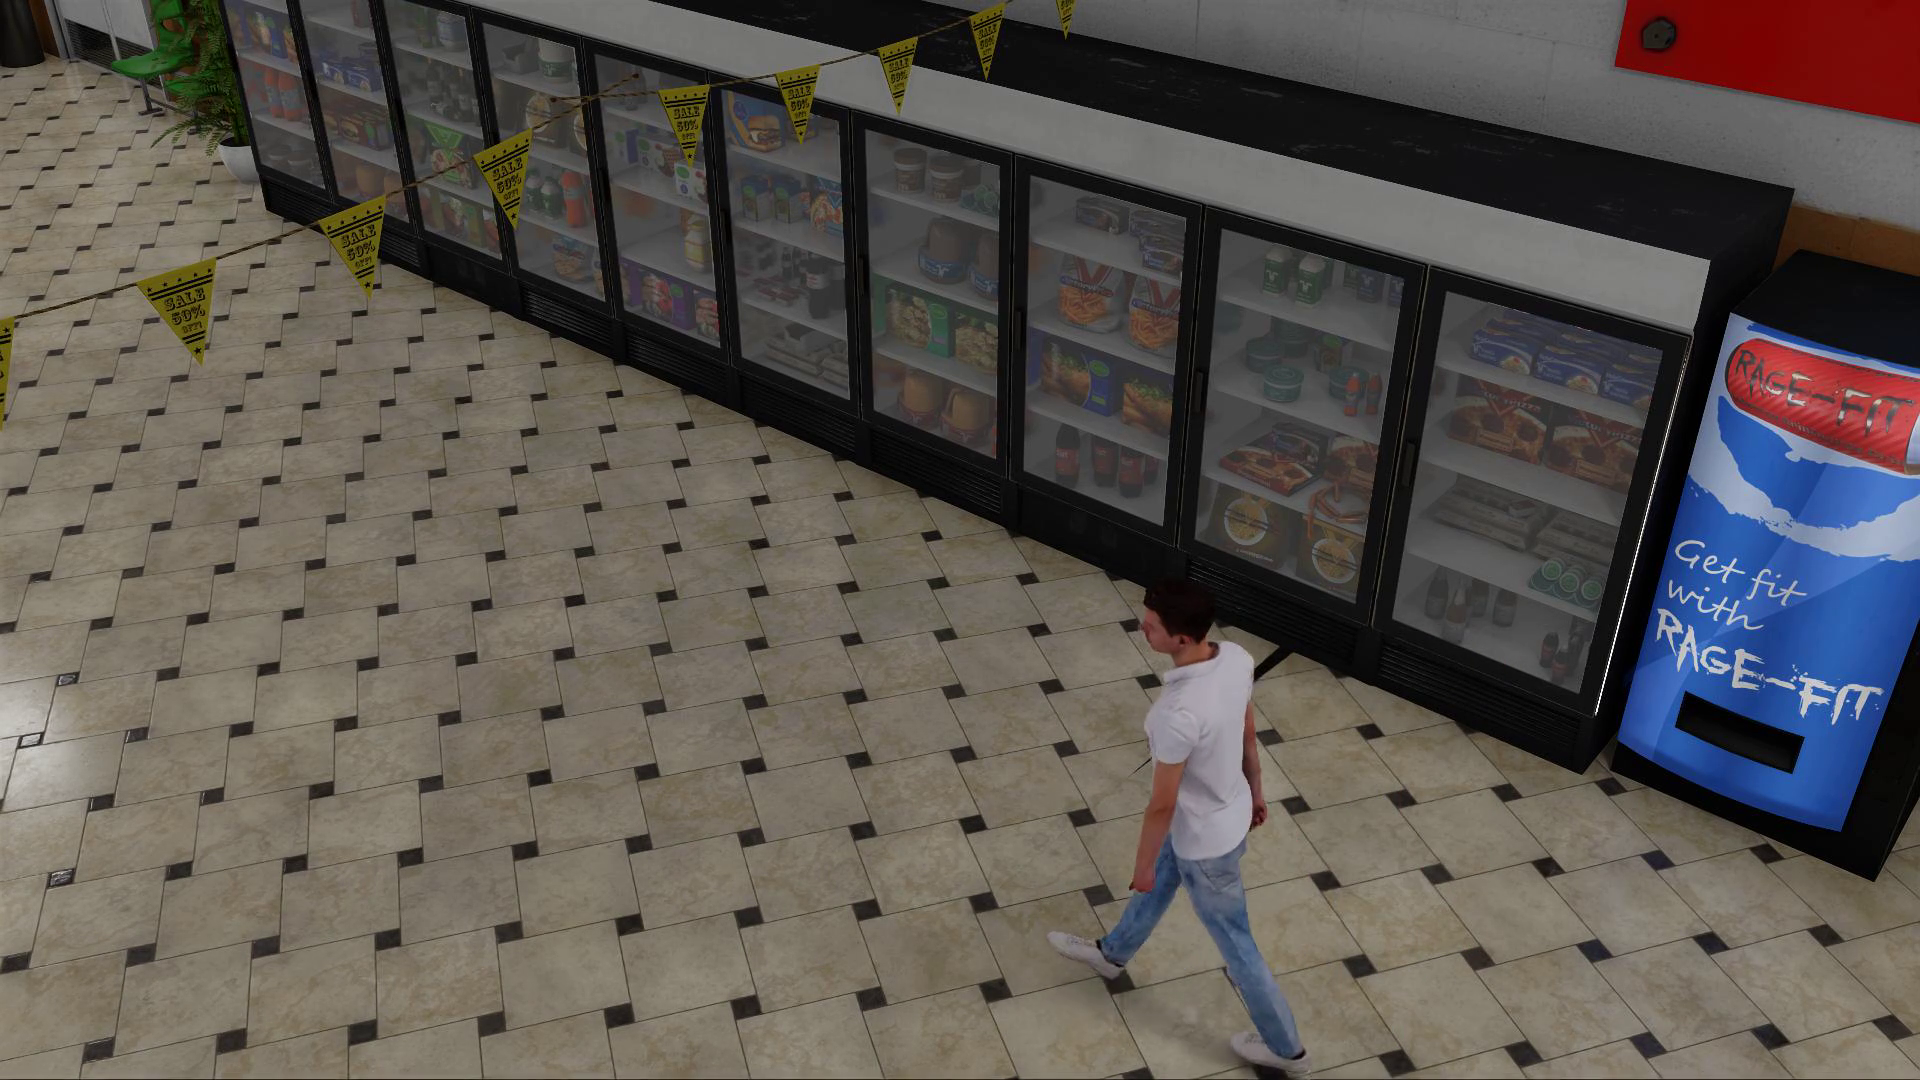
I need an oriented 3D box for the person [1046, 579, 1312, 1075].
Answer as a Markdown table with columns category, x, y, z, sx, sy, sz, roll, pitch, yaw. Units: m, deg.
| category | x | y | z | sx | sy | sz | roll | pitch | yaw |
| --- | --- | --- | --- | --- | --- | --- | --- | --- | --- |
| person | 0.875 | 0.957 | 5.275 | 0.950 | 1.800 | 1.232 | 18 | 36 | 26 |
